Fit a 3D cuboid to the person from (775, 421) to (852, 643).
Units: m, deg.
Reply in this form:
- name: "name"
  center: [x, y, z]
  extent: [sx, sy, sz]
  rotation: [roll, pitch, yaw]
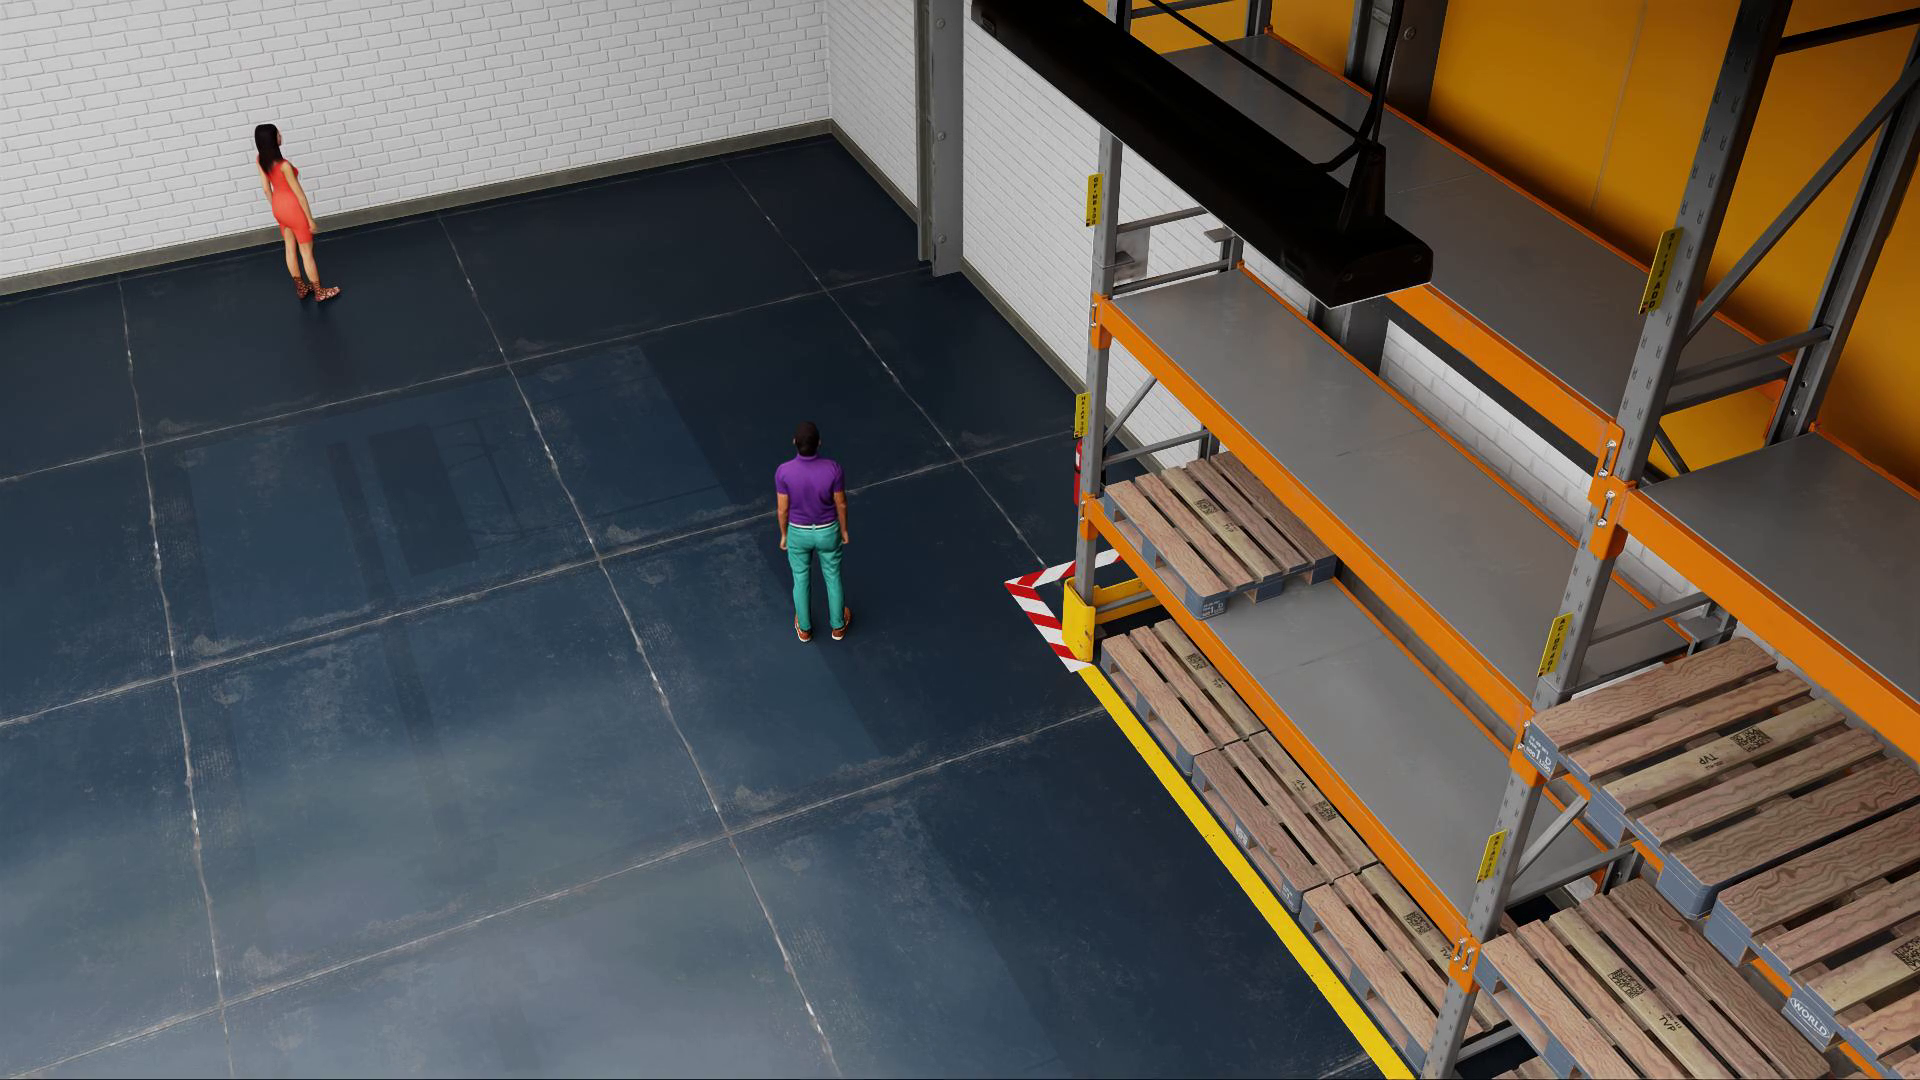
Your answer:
- name: "person"
  center: [-0.998, -0.051, 11.313]
  extent: [0.696, 1.767, 0.657]
  rotation: [-3, 39, -4]

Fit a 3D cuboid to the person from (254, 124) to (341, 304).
- name: "person"
  center: [-6.023, -2.939, 14.968]
  extent: [0.652, 1.719, 0.729]
  rotation: [17, 42, 20]
